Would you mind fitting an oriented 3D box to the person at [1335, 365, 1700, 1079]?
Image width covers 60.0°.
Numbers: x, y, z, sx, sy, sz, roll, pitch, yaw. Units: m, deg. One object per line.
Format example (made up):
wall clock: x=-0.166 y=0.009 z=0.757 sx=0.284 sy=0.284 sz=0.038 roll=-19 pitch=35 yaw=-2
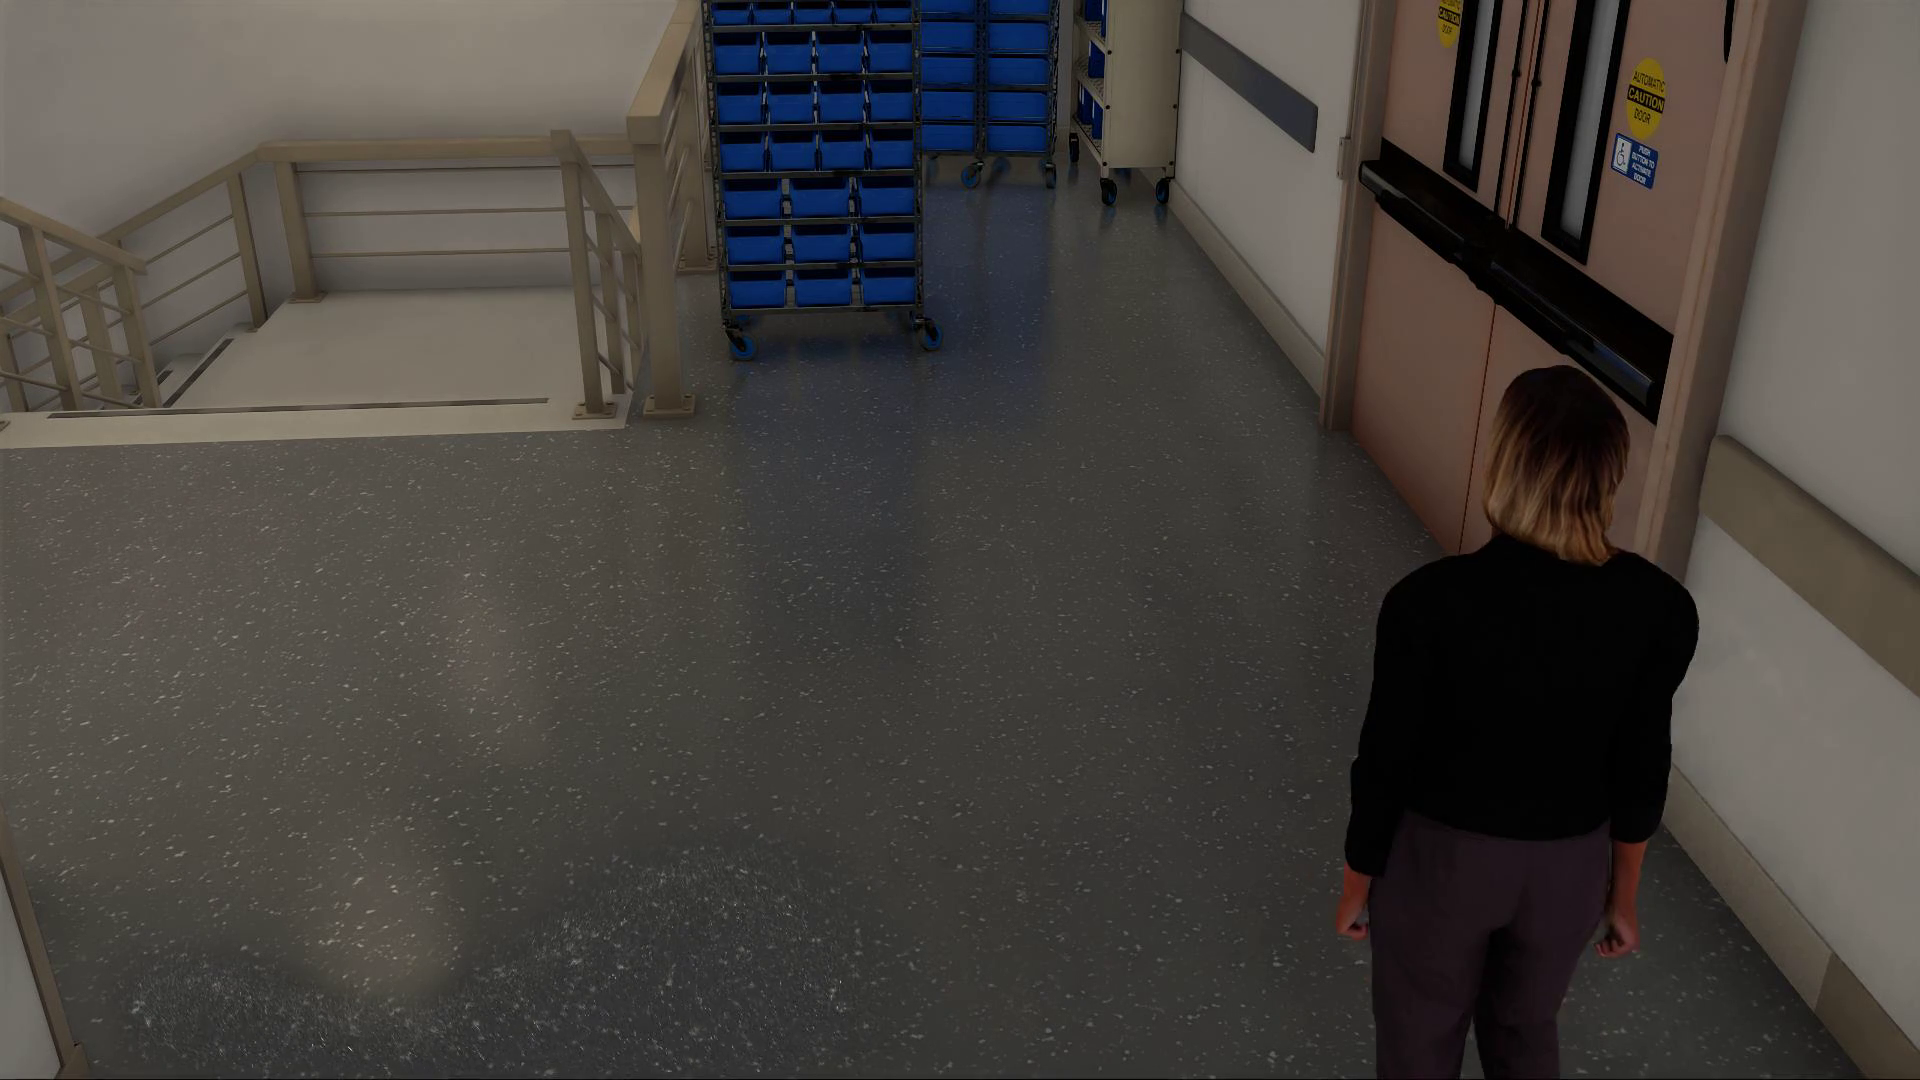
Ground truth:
person: x=0.798 y=0.576 z=2.421 sx=0.607 sy=1.662 sz=0.687 roll=-1 pitch=26 yaw=-3
